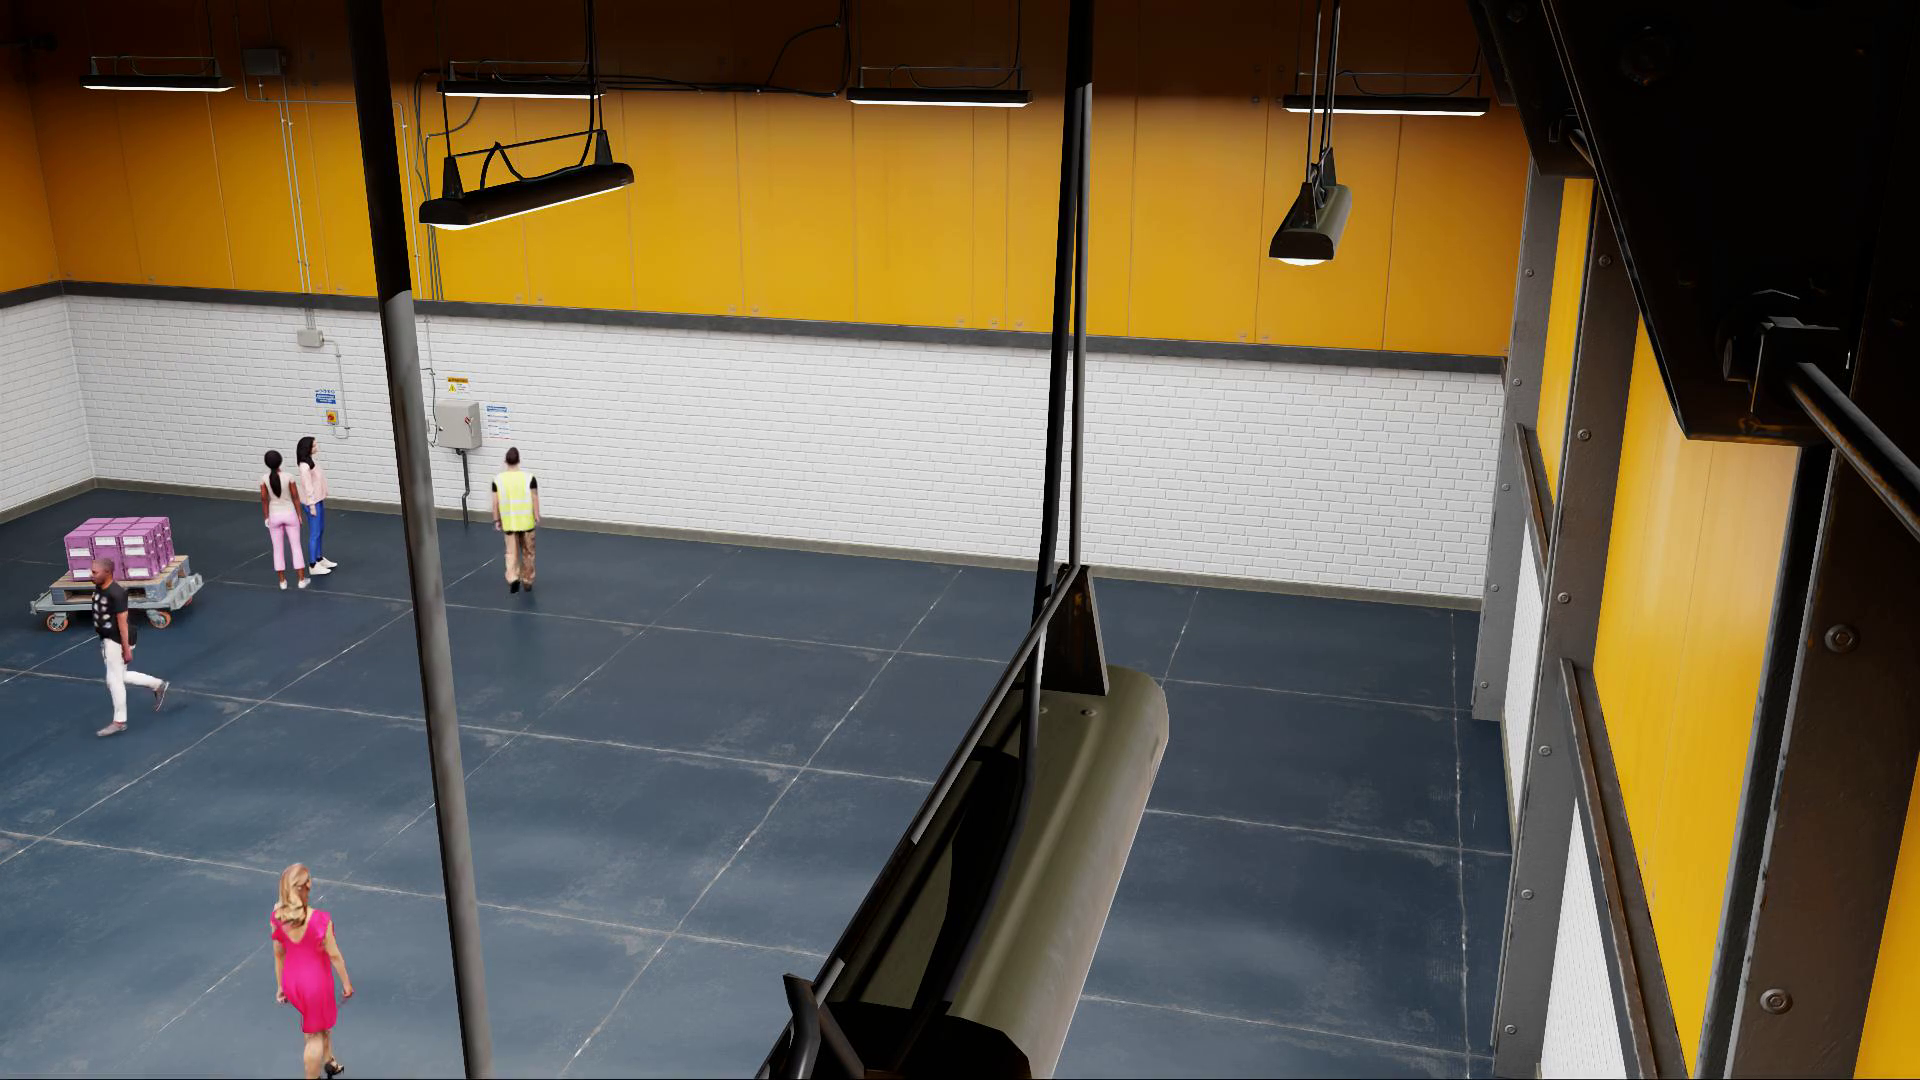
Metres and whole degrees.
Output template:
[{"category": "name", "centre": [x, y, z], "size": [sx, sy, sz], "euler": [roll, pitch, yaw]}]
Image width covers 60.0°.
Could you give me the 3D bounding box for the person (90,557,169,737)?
[{"category": "person", "centre": [-8.251, 1.007, 16.444], "size": [0.927, 1.783, 1.149], "euler": [14, 23, 36]}]

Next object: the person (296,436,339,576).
[{"category": "person", "centre": [-8.092, -0.449, 20.794], "size": [0.769, 1.766, 0.630], "euler": [-3, 19, -8]}]

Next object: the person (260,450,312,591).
[{"category": "person", "centre": [-8.250, -0.257, 20.262], "size": [0.662, 1.742, 0.666], "euler": [-5, 19, -13]}]

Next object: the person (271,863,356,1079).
[{"category": "person", "centre": [-4.288, 2.949, 10.799], "size": [0.596, 1.705, 0.715], "euler": [5, 19, 15]}]

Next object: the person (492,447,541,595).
[{"category": "person", "centre": [-5.305, -0.201, 19.961], "size": [0.960, 1.829, 1.085], "euler": [-5, 19, -14]}]
